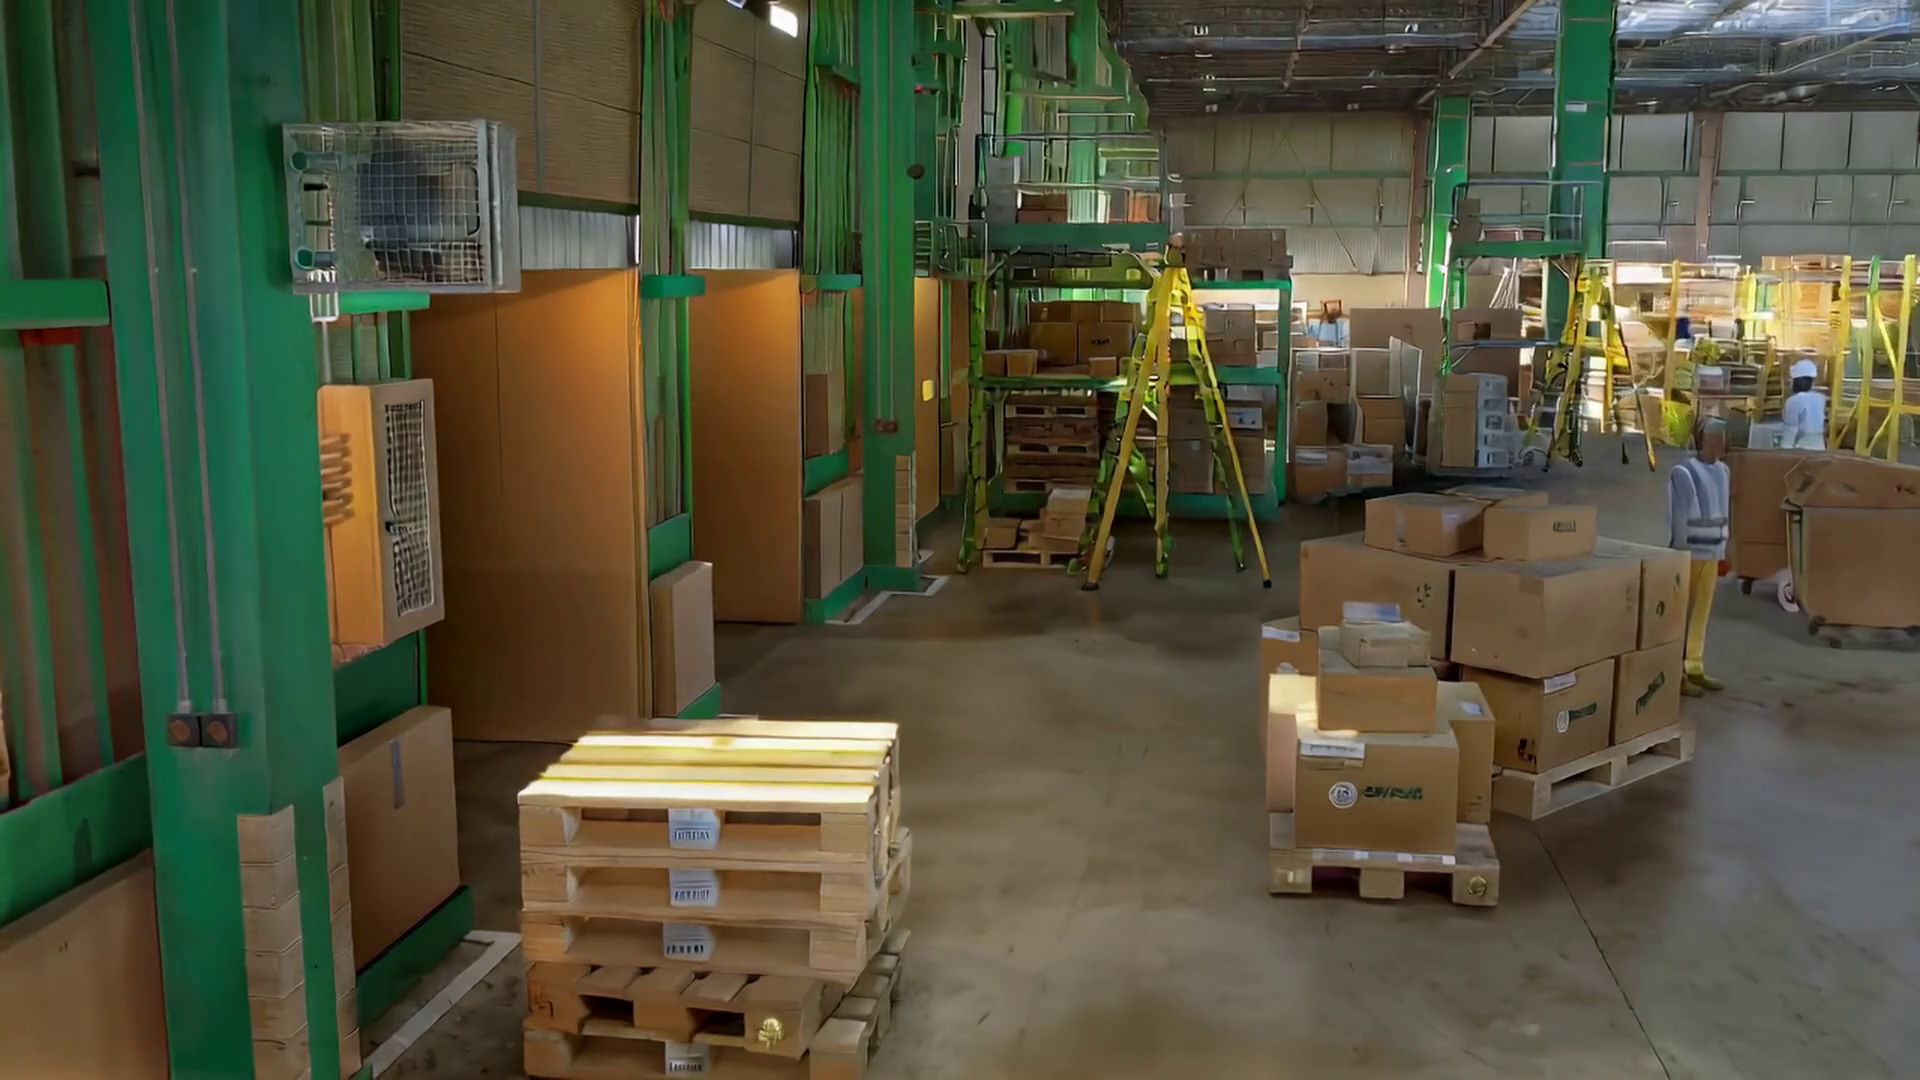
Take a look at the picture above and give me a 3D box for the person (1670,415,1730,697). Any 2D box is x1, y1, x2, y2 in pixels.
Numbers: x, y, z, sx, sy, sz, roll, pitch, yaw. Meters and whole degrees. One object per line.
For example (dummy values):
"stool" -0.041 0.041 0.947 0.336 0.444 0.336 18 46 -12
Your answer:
"person" 4.982 0.104 11.197 0.574 1.882 0.356 -7 12 -37

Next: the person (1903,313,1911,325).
"person" 26.972 -5.679 47.562 0.873 1.654 0.551 -1 9 -9

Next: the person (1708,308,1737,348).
"person" 18.302 -4.595 40.005 0.631 1.940 0.370 1 9 7

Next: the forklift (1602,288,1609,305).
"forklift" 16.909 -5.777 44.396 1.129 2.768 1.873 -5 10 -28

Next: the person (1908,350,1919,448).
"person" 15.509 -2.344 26.751 0.323 1.736 0.488 4 10 25

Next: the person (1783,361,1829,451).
"person" 8.626 -0.874 17.088 0.588 1.928 0.384 -5 10 -26

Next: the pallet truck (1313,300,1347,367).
"pallet truck" 11.159 -6.200 49.718 0.823 1.965 1.885 4 10 26

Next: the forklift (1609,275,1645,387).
"forklift" 15.500 -4.939 39.229 1.873 2.768 1.129 6 11 33
